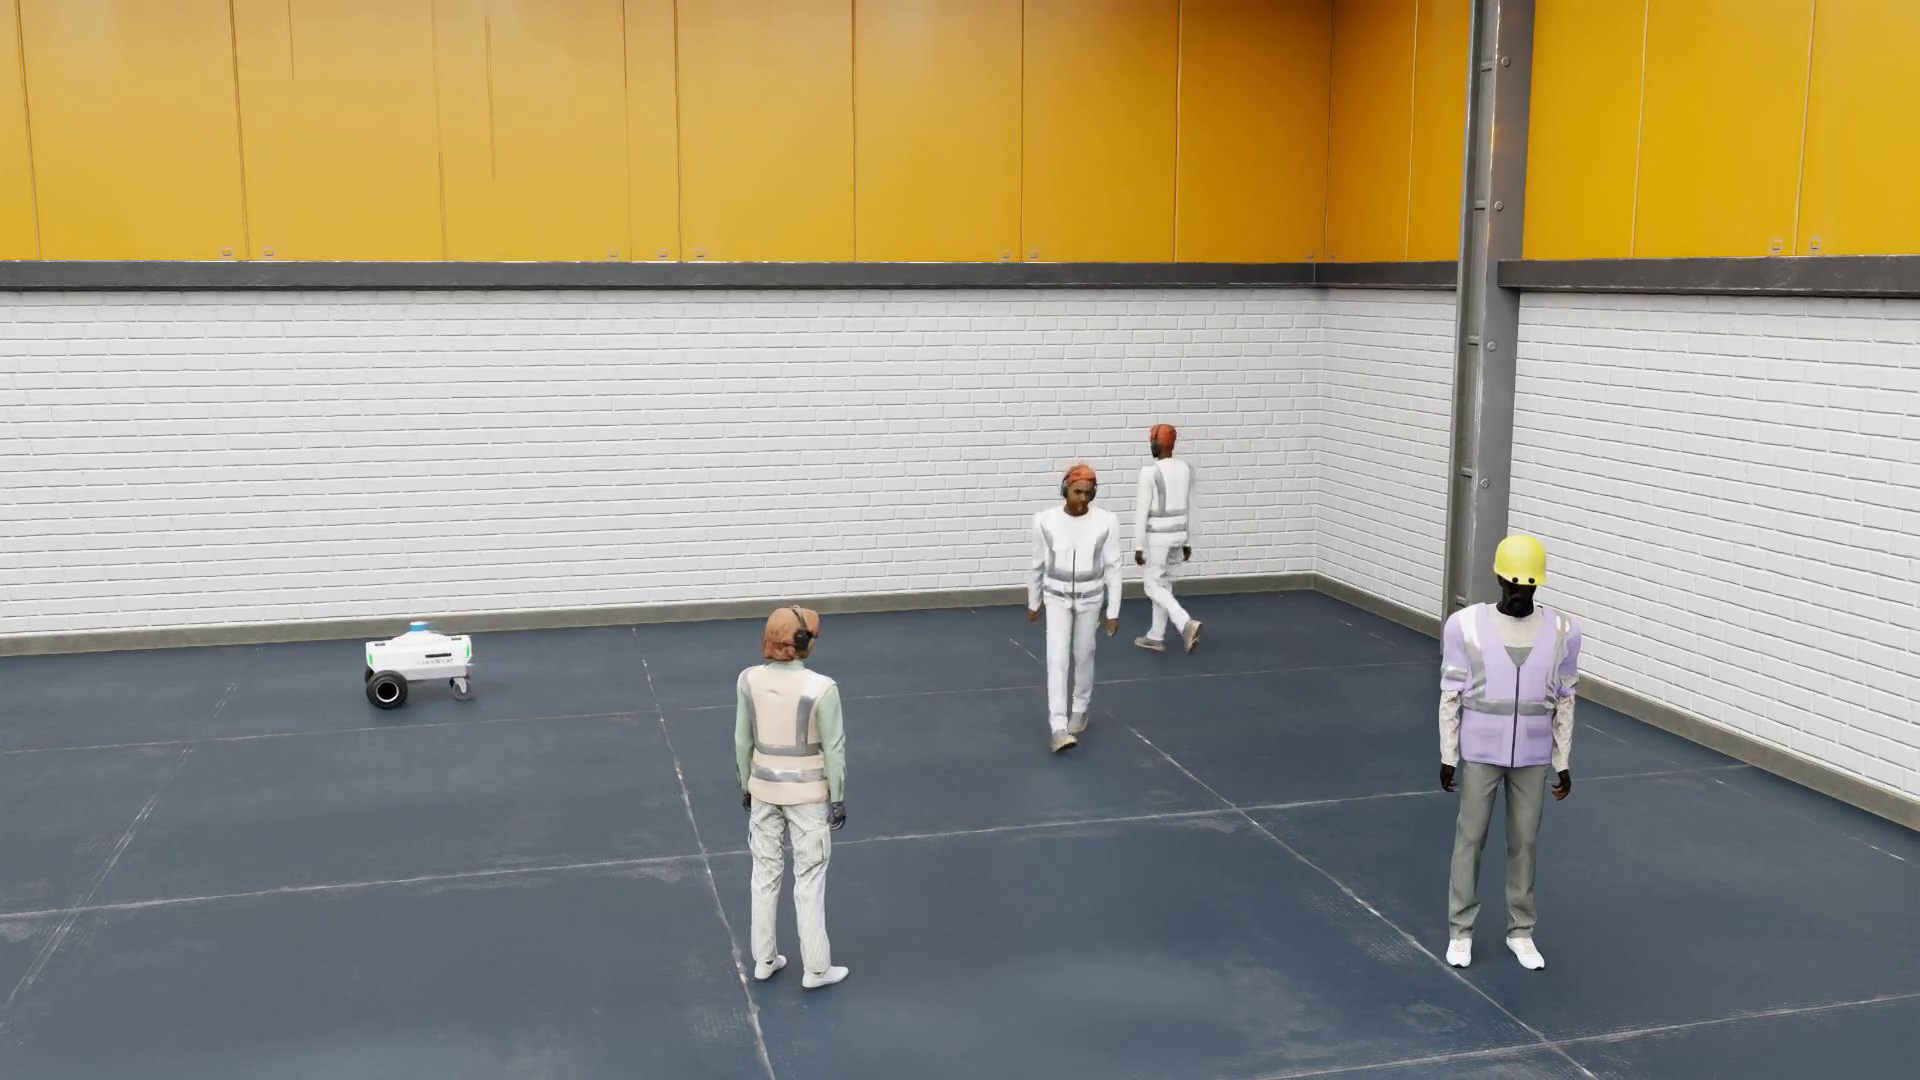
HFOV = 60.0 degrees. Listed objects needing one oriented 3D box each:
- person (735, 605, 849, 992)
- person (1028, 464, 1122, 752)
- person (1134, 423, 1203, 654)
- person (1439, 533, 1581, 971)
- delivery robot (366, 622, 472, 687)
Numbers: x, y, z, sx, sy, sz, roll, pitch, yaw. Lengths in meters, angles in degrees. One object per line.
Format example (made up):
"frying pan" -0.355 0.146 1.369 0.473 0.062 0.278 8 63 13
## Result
"person" -0.716 1.092 7.061 0.520 1.636 0.312 4 10 26
"person" 0.724 0.415 10.655 0.613 1.826 1.003 1 9 5
"person" 1.662 0.008 13.158 0.576 1.863 0.737 -7 11 -36
"person" 2.385 0.918 7.251 0.587 1.926 0.368 1 9 5
"delivery robot" -3.838 0.824 11.811 0.707 0.478 0.477 -3 10 -20
